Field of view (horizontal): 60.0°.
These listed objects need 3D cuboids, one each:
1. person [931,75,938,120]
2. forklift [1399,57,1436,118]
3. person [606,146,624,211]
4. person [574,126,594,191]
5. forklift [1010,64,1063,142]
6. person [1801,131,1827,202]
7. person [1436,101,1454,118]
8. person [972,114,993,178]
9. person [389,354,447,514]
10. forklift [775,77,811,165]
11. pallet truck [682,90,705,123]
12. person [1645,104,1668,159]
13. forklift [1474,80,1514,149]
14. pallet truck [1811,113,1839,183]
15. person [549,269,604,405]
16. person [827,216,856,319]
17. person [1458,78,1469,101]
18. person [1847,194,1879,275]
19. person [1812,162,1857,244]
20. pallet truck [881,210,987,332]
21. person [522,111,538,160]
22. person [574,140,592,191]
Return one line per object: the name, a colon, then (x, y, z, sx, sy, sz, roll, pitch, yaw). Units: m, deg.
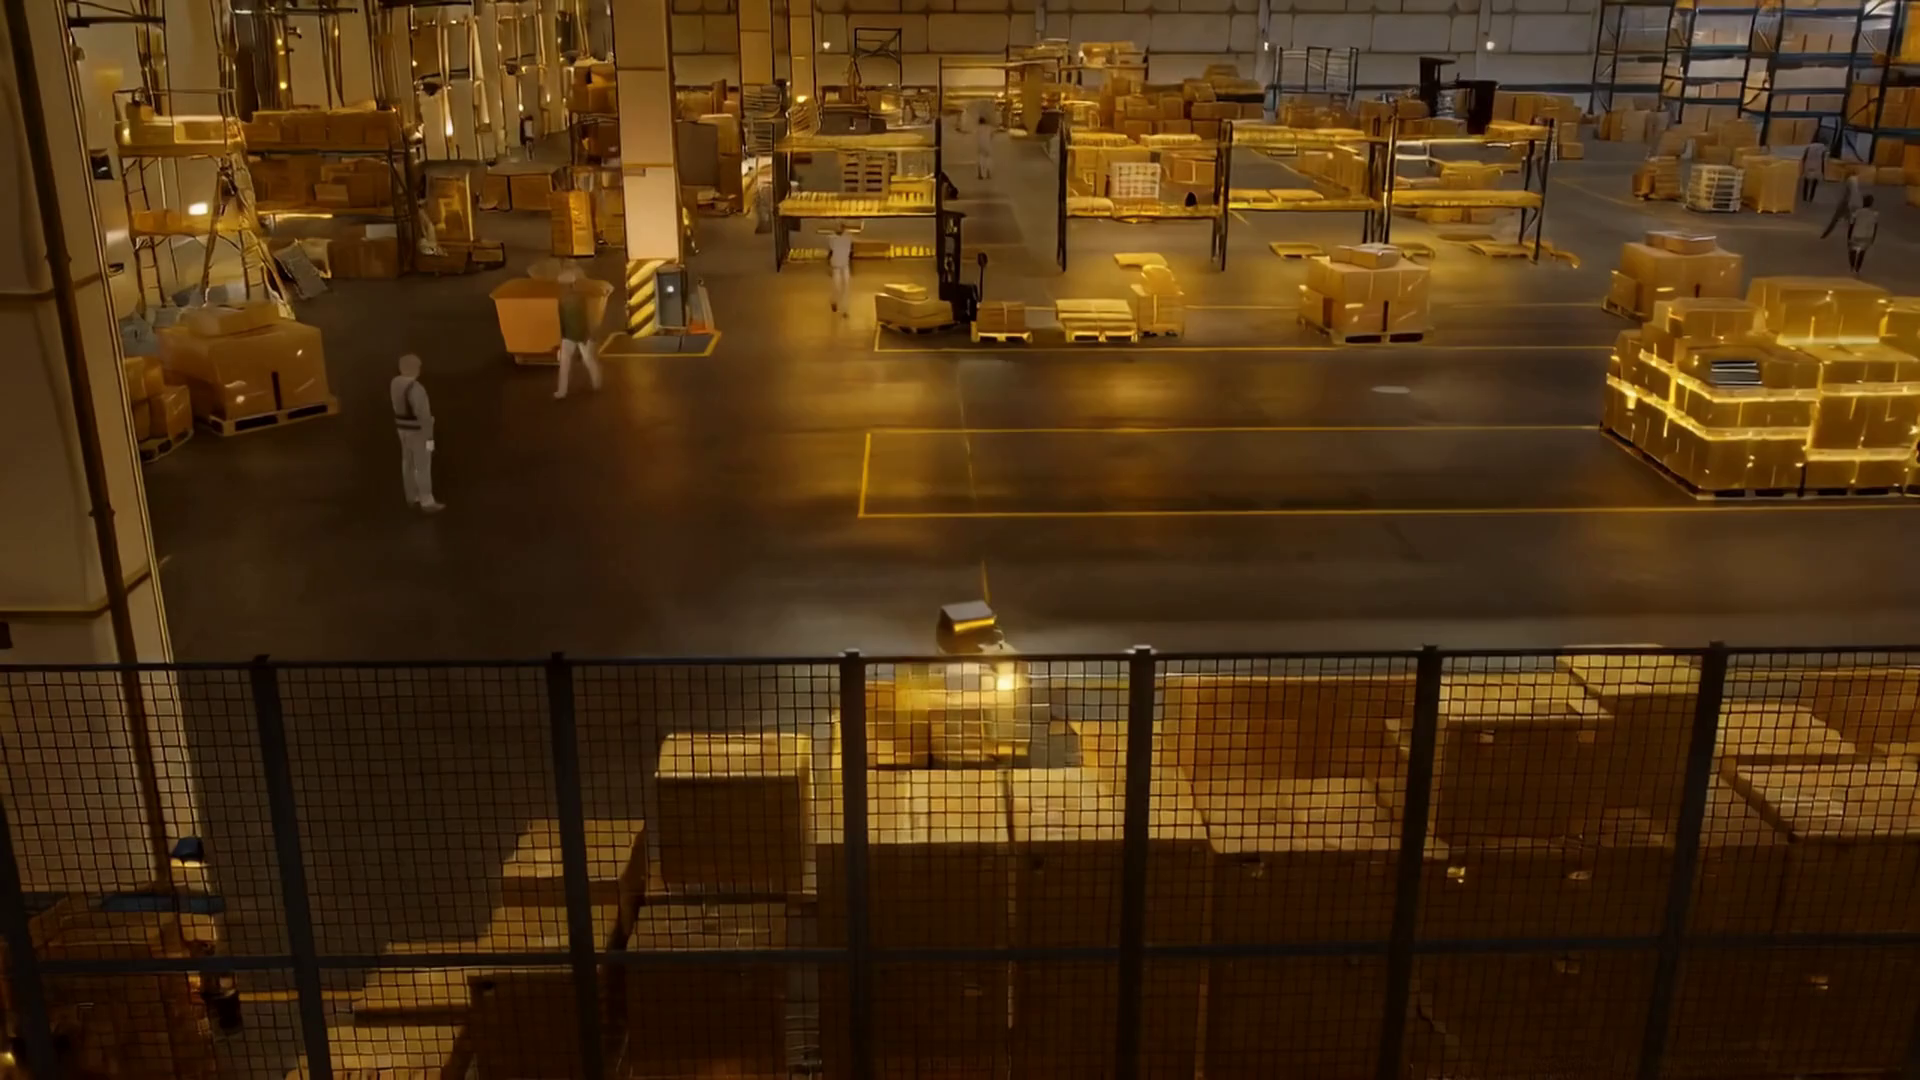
person: (-1.048, -19.436, 73.010, 0.392, 1.929, 0.588, -8, 20, -22)
forklift: (19.254, -18.500, 68.753, 1.873, 2.768, 1.129, -1, 19, -1)
person: (-9.100, -9.554, 44.013, 0.490, 1.718, 0.753, -16, 24, -40)
person: (-10.832, -10.958, 47.916, 0.572, 1.883, 0.353, 1, 19, 4)
forklift: (2.918, -16.563, 63.005, 1.873, 2.768, 1.129, -3, 19, -7)
person: (23.627, -10.343, 46.047, 0.600, 1.926, 1.009, 8, 20, 22)
person: (16.408, -13.844, 56.344, 0.607, 1.964, 0.687, 6, 20, 17)
person: (0.680, -12.195, 51.517, 0.653, 1.926, 0.432, -7, 20, -19)
person: (-6.245, -1.222, 19.098, 0.624, 1.844, 0.430, 15, 24, 38)
forklift: (-5.920, -13.893, 55.085, 1.873, 2.768, 1.129, -1, 19, -1)
pallet truck: (-9.671, -15.907, 62.421, 0.823, 1.965, 1.885, 5, 19, 15)
person: (23.803, -13.903, 56.711, 0.638, 1.851, 1.054, -2, 19, -5)
forklift: (16.708, -13.248, 53.174, 1.873, 2.768, 1.129, -1, 19, -1)
pallet truck: (26.403, -11.957, 50.702, 0.823, 1.965, 1.885, 6, 19, 16)
person: (-5.571, -2.960, 24.102, 0.626, 1.944, 1.029, 10, 21, 27)
person: (-2.139, -4.932, 30.077, 0.556, 1.856, 0.405, -9, 21, -24)
person: (21.478, -18.637, 70.678, 0.968, 1.888, 0.621, 3, 19, 9)
person: (18.655, -6.298, 34.403, 0.540, 1.683, 0.493, 7, 20, 19)
person: (20.484, -7.817, 38.620, 0.987, 1.862, 0.614, 12, 22, 32)
pallet truck: (-0.493, -4.759, 29.349, 1.885, 1.965, 0.823, -13, 23, -34)
person: (-14.715, -13.862, 56.964, 0.527, 1.592, 0.849, -3, 19, -8)
person: (-10.105, -9.825, 44.680, 0.517, 1.809, 0.930, -11, 22, -30)
